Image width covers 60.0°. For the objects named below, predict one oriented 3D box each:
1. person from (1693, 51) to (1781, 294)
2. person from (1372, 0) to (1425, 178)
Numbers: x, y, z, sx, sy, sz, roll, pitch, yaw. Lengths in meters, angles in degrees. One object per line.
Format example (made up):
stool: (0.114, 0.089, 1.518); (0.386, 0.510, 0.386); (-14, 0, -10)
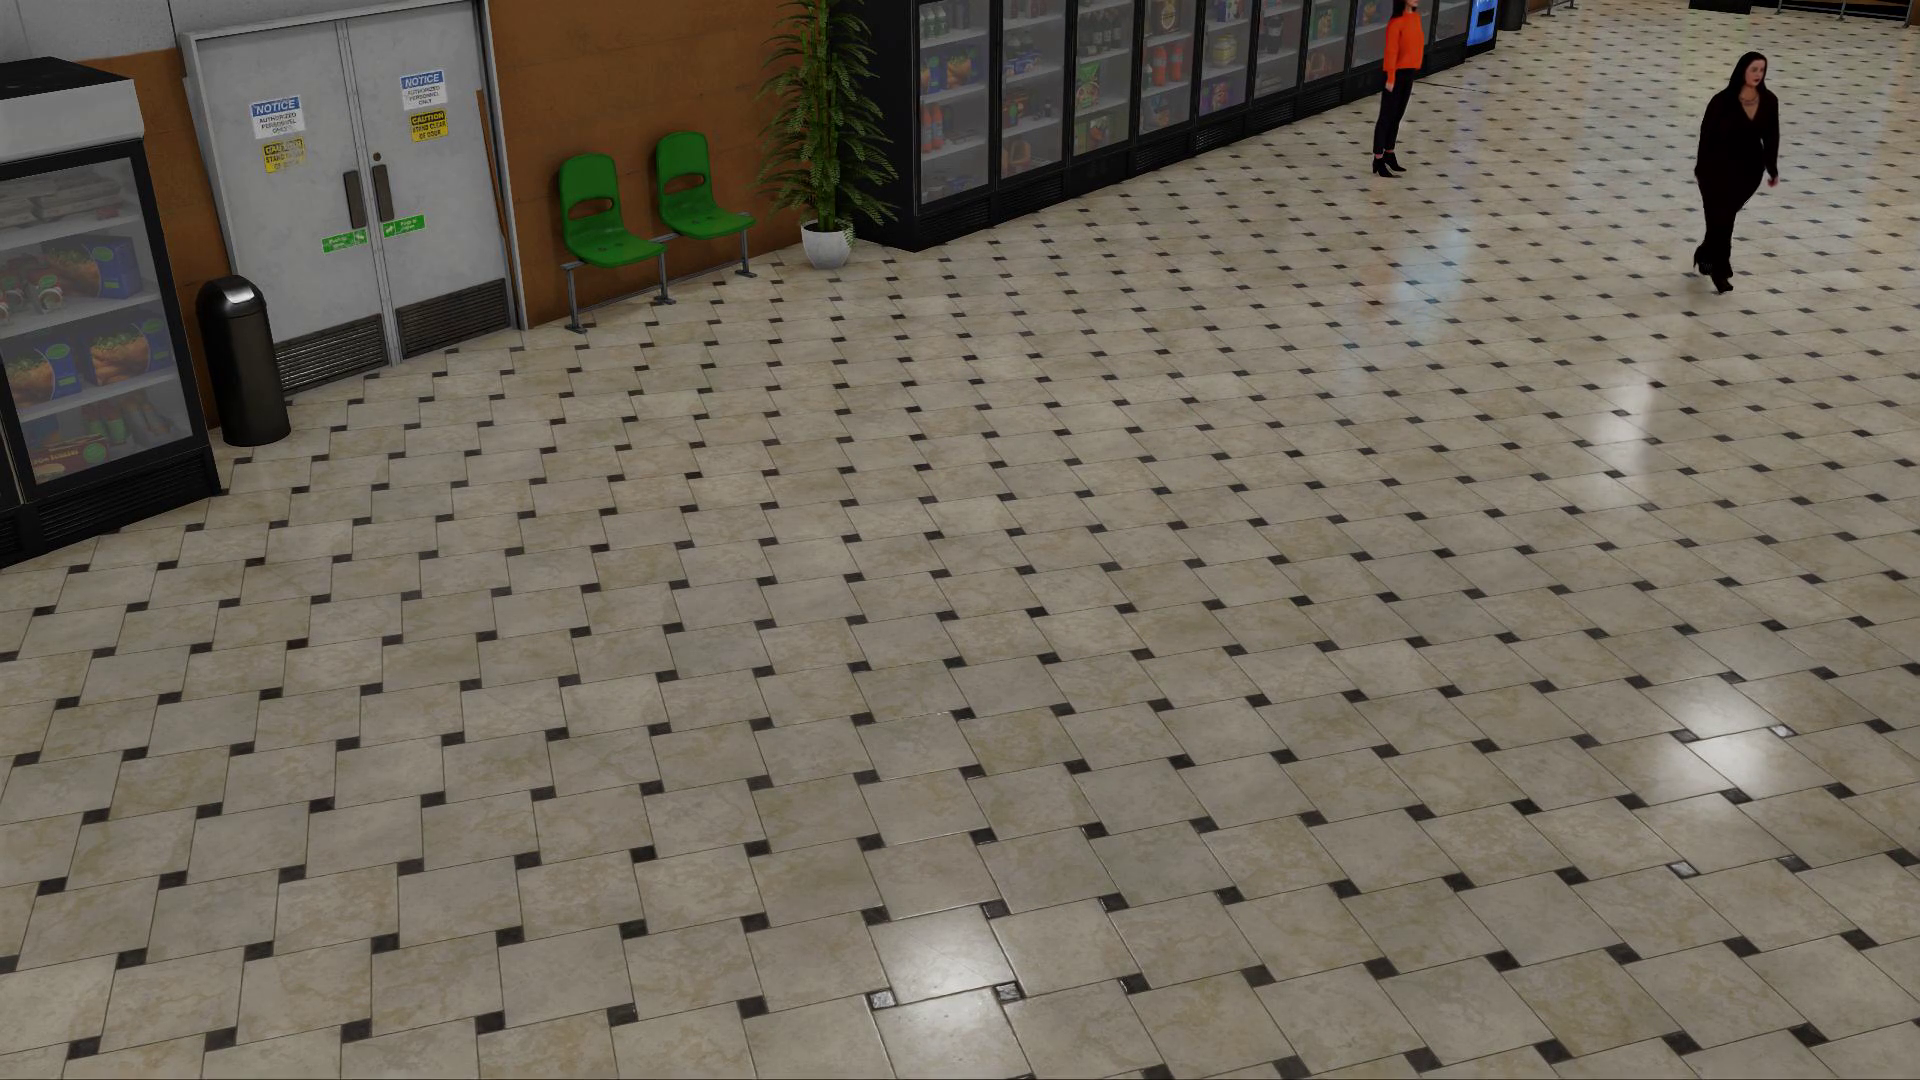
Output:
person: (5.679, -2.737, 12.367); (1.087, 1.712, 1.153); (-3, 27, -6)
person: (4.037, -4.263, 15.337); (0.541, 1.748, 0.613); (22, 34, 37)
